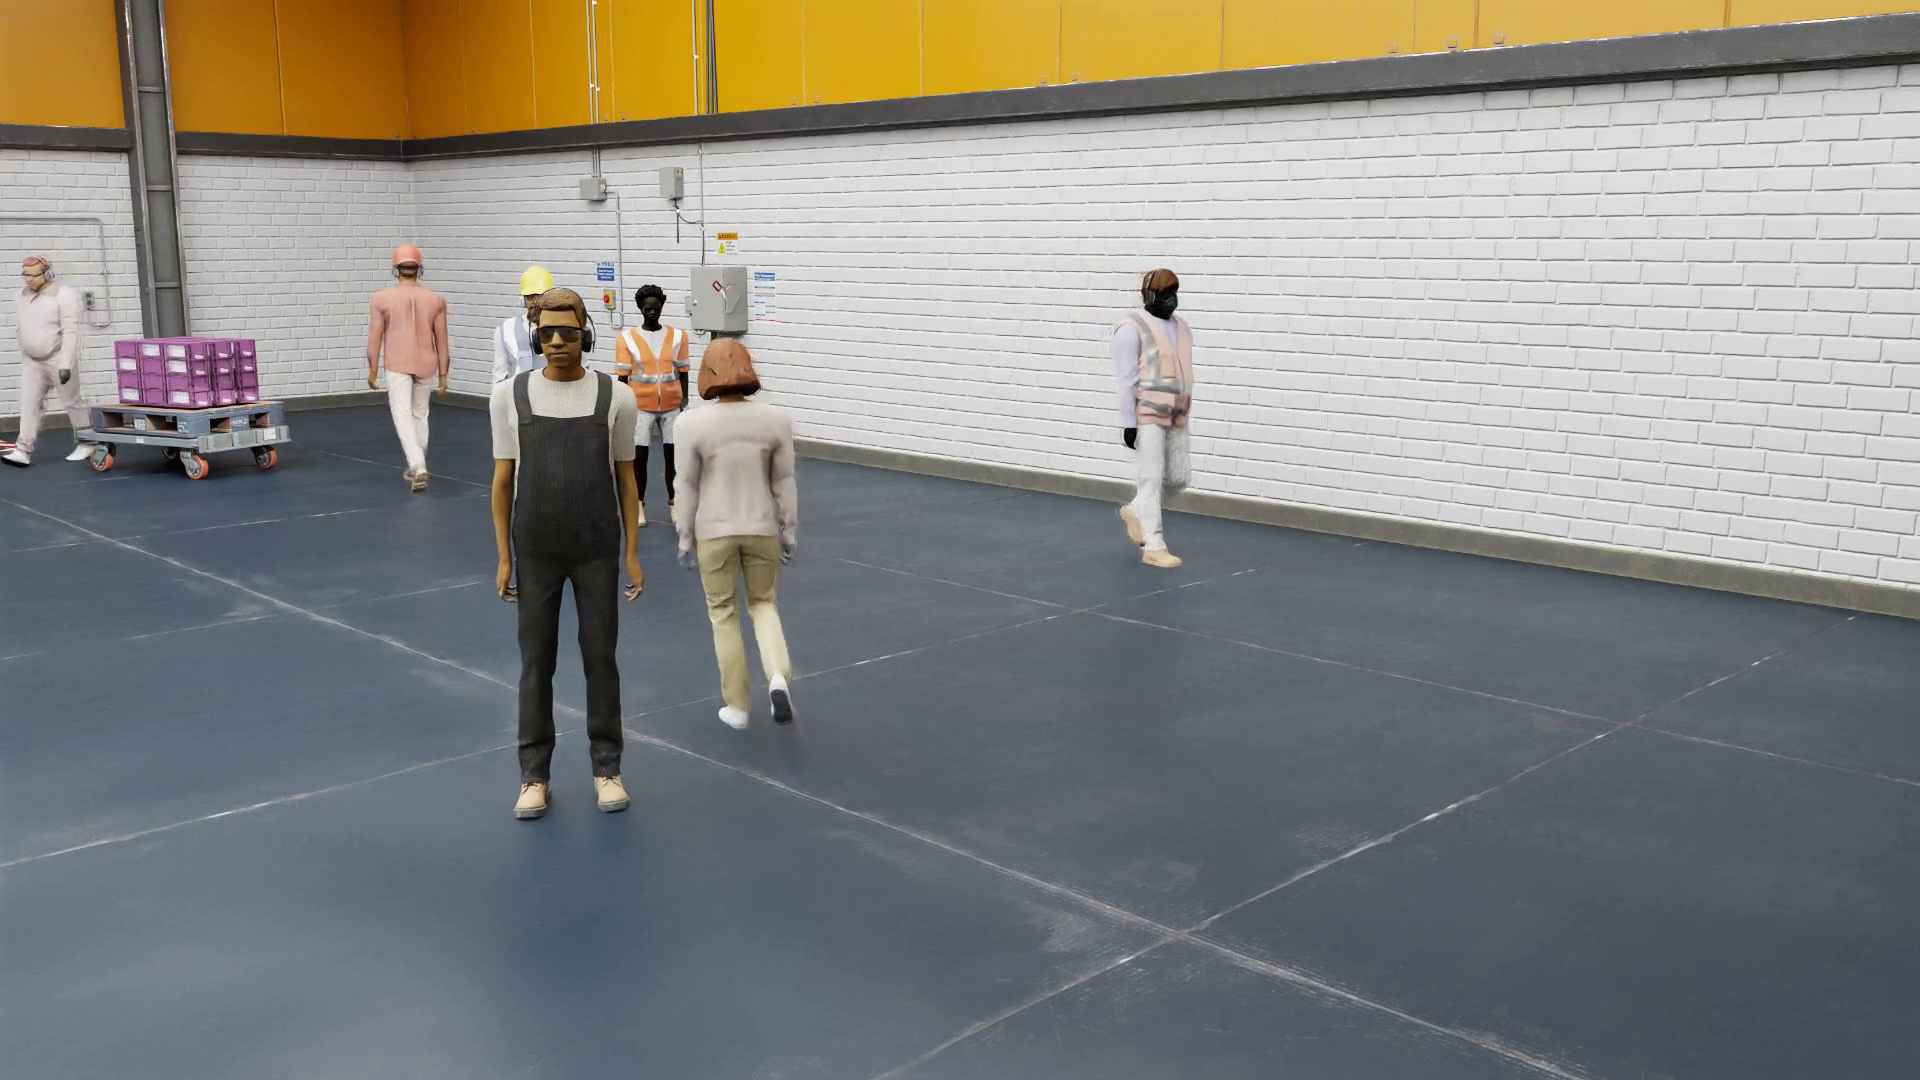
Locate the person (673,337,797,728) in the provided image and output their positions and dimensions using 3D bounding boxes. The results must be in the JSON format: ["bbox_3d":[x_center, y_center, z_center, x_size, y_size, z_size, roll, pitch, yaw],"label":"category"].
[{"bbox_3d":[-0.897,-0.006,6.723,0.497,1.618,0.428,-4,11,-22],"label":"person"}]

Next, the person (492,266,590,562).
[{"bbox_3d":[-2.595,-0.779,10.359,0.600,1.831,0.404,-3,11,-15],"label":"person"}]

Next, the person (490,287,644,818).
[{"bbox_3d":[-1.366,0.049,5.810,0.505,1.847,0.348,-2,11,-12],"label":"person"}]

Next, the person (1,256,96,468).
[{"bbox_3d":[-8.061,-1.569,14.649,0.696,1.841,0.999,2,11,11],"label":"person"}]

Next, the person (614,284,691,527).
[{"bbox_3d":[-2.129,-0.929,11.571,0.531,1.689,0.322,-4,11,-22],"label":"person"}]

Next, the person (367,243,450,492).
[{"bbox_3d":[-4.384,-1.381,13.299,0.606,1.965,0.940,-7,13,-35],"label":"person"}]

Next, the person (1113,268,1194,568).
[{"bbox_3d":[1.174,-0.755,10.251,0.631,1.827,0.553,-8,13,-39],"label":"person"}]
